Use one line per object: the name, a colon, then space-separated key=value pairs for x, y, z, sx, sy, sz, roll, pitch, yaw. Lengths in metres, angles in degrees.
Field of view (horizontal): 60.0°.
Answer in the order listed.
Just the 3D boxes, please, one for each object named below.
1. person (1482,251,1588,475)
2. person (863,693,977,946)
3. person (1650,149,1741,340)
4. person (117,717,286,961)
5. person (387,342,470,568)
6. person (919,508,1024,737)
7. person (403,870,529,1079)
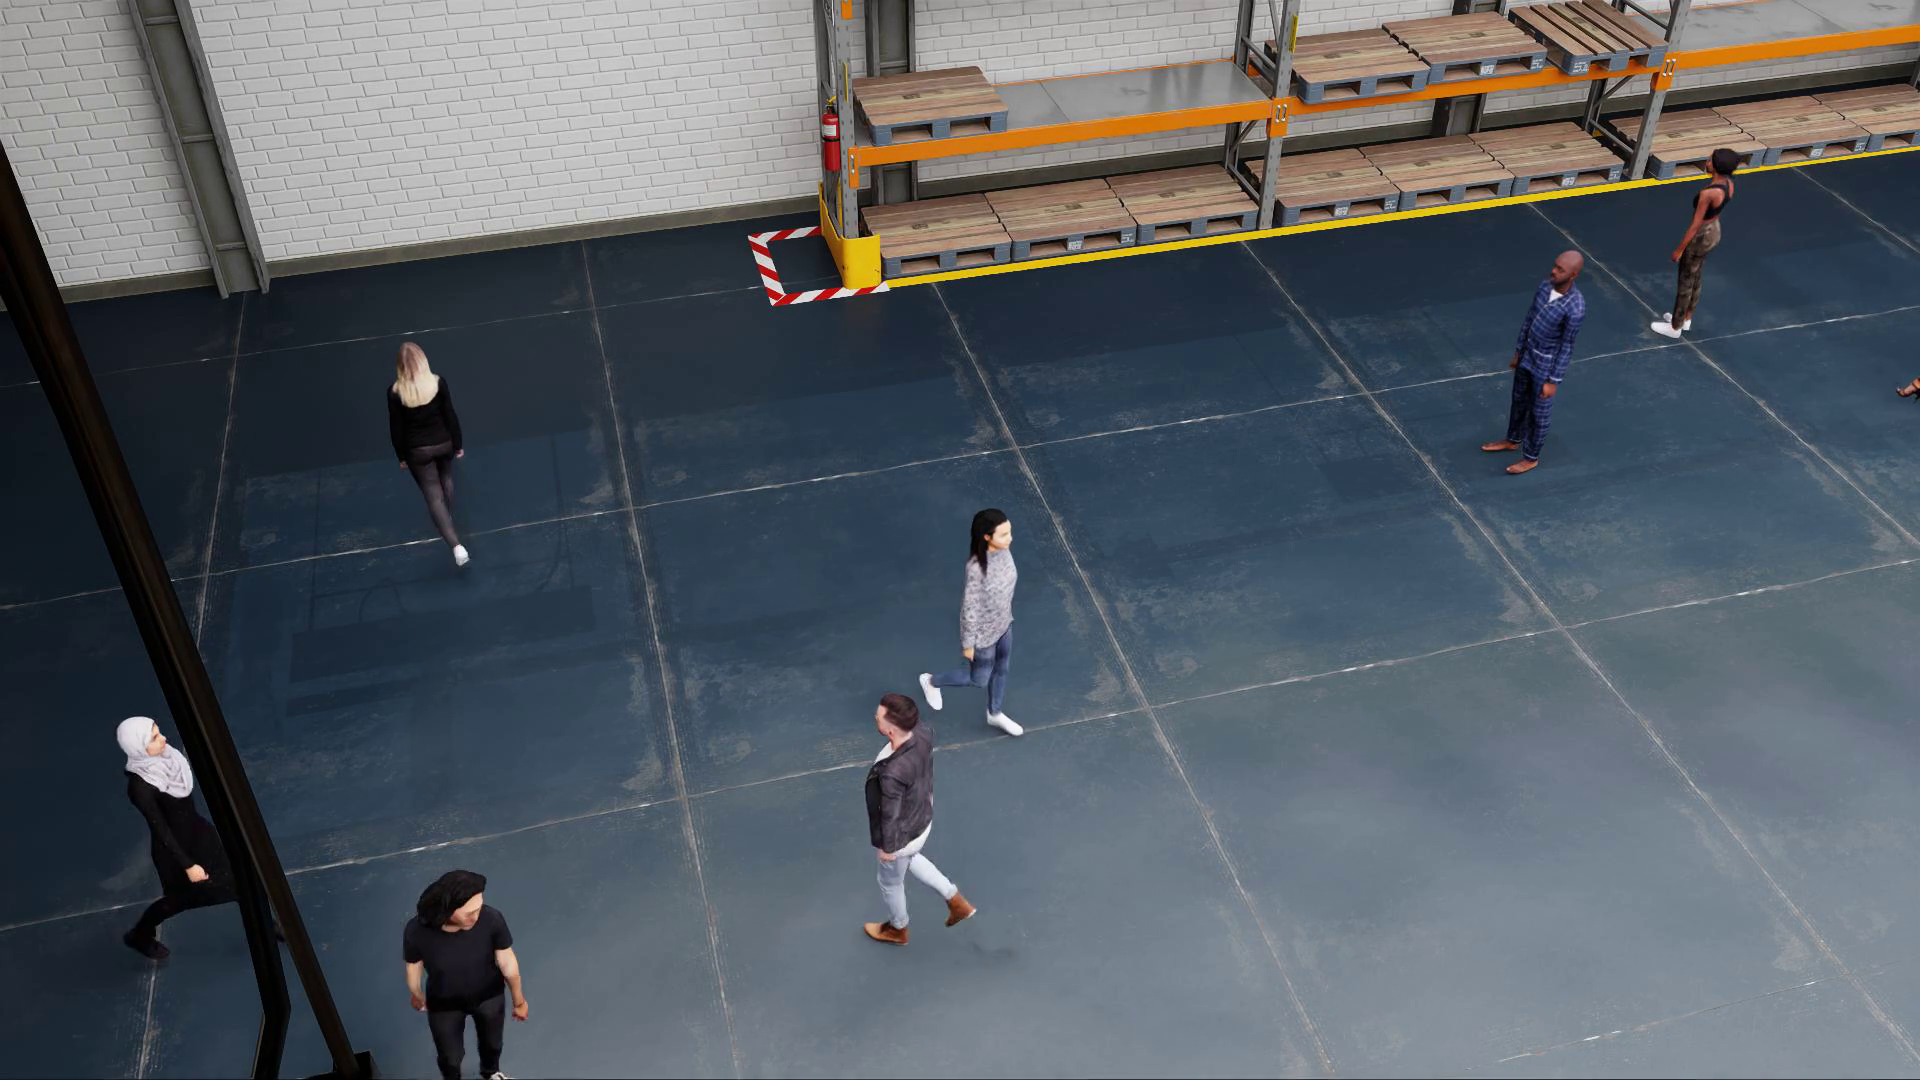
person: x=4.318 y=-1.342 z=12.336 sx=0.632 sy=1.820 sz=0.682 roll=-14 pitch=41 yaw=-17
person: x=-0.227 y=1.524 z=8.745 sx=1.003 sy=1.822 sz=0.909 roll=12 pitch=40 yaw=14
person: x=6.165 y=-2.458 z=13.832 sx=0.620 sy=1.697 sz=0.731 roll=-29 pitch=47 yaw=-31
person: x=-4.149 y=1.630 z=8.680 sx=1.222 sy=1.738 sz=0.805 roll=0 pitch=39 yaw=0
person: x=-3.644 y=-0.565 z=11.497 sx=1.116 sy=1.653 sz=0.864 roll=-19 pitch=42 yaw=-22
person: x=0.094 y=0.486 z=10.127 sx=1.017 sy=1.719 sz=0.953 roll=19 pitch=42 yaw=23
person: x=-2.410 y=2.141 z=7.996 sx=0.639 sy=1.794 sz=0.807 roll=-5 pitch=39 yaw=-6
